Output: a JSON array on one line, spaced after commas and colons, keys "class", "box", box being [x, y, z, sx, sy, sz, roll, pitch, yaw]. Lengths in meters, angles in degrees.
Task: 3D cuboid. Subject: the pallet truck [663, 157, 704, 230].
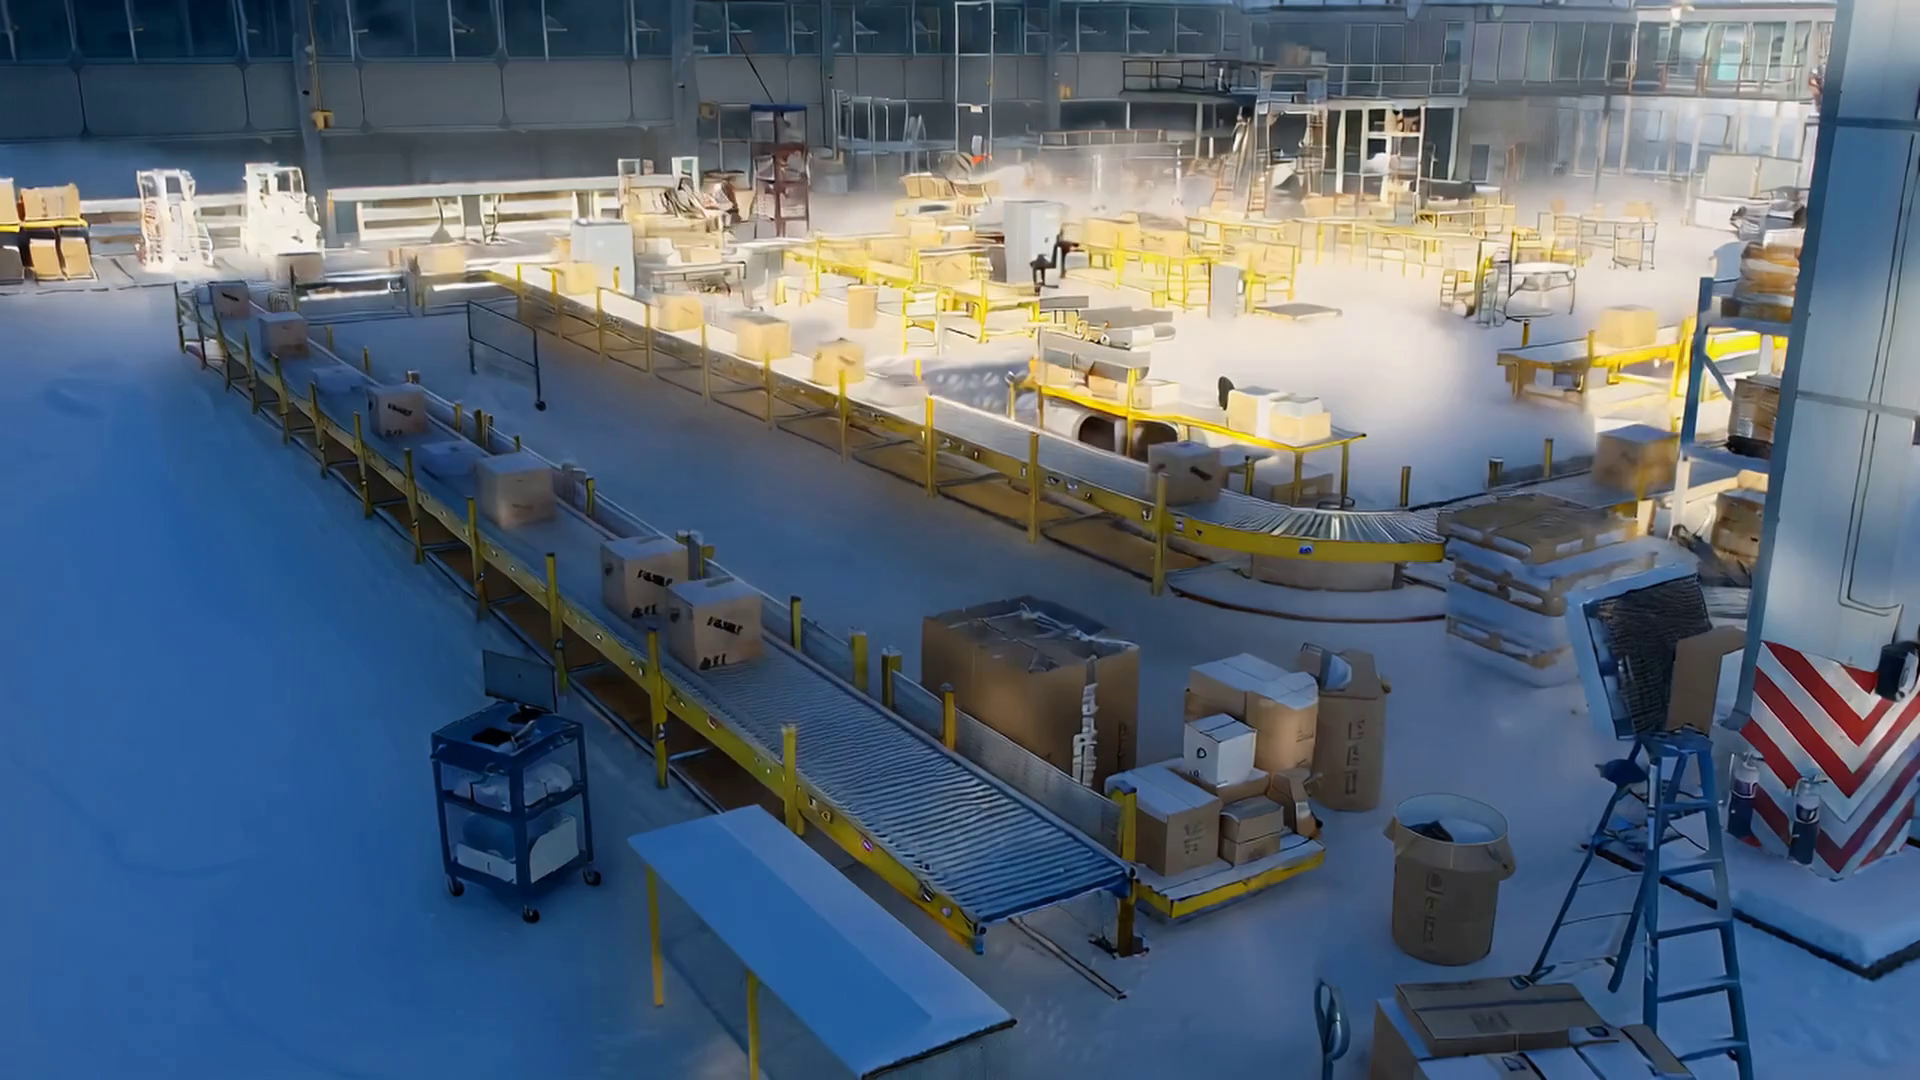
[{"class": "pallet truck", "box": [-7.586, -9.308, 44.692, 0.823, 1.965, 1.885, -11, 20, -33]}]

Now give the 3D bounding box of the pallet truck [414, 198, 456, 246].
[{"class": "pallet truck", "box": [-13.250, -8.060, 41.856, 0.680, 1.201, 1.601, -10, 20, -31]}]

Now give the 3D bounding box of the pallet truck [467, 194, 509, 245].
[{"class": "pallet truck", "box": [-11.983, -8.177, 42.137, 0.704, 1.261, 1.522, -11, 20, -33]}]

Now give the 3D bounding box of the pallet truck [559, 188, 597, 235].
[{"class": "pallet truck", "box": [-10.010, -8.652, 43.699, 0.653, 1.274, 1.630, -10, 20, -31]}]

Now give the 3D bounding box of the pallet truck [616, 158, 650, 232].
[{"class": "pallet truck", "box": [-8.918, -9.176, 44.255, 0.823, 1.965, 1.885, -9, 19, -27]}]

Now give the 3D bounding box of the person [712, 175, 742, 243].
[{"class": "person", "box": [-5.377, -7.407, 38.391, 0.617, 1.979, 1.115, 6, 18, 21]}]

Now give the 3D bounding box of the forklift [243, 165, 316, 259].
[{"class": "forklift", "box": [-15.898, -7.669, 38.708, 1.157, 1.987, 2.680, -11, 20, -33]}]

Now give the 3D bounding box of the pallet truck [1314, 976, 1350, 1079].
[{"class": "pallet truck", "box": [2.299, 2.390, 7.086, 1.601, 1.201, 0.680, -2, 17, -7]}]

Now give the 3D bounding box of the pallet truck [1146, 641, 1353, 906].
[{"class": "pallet truck", "box": [1.664, 1.407, 10.232, 1.630, 1.274, 0.653, -10, 20, -31]}]

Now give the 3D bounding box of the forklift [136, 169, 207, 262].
[{"class": "forklift", "box": [-17.842, -7.318, 37.559, 1.157, 1.987, 2.680, -10, 20, -31]}]

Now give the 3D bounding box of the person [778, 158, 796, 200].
[{"class": "person", "box": [-4.905, -9.817, 46.643, 0.657, 1.852, 1.015, 0, 17, -1]}]
